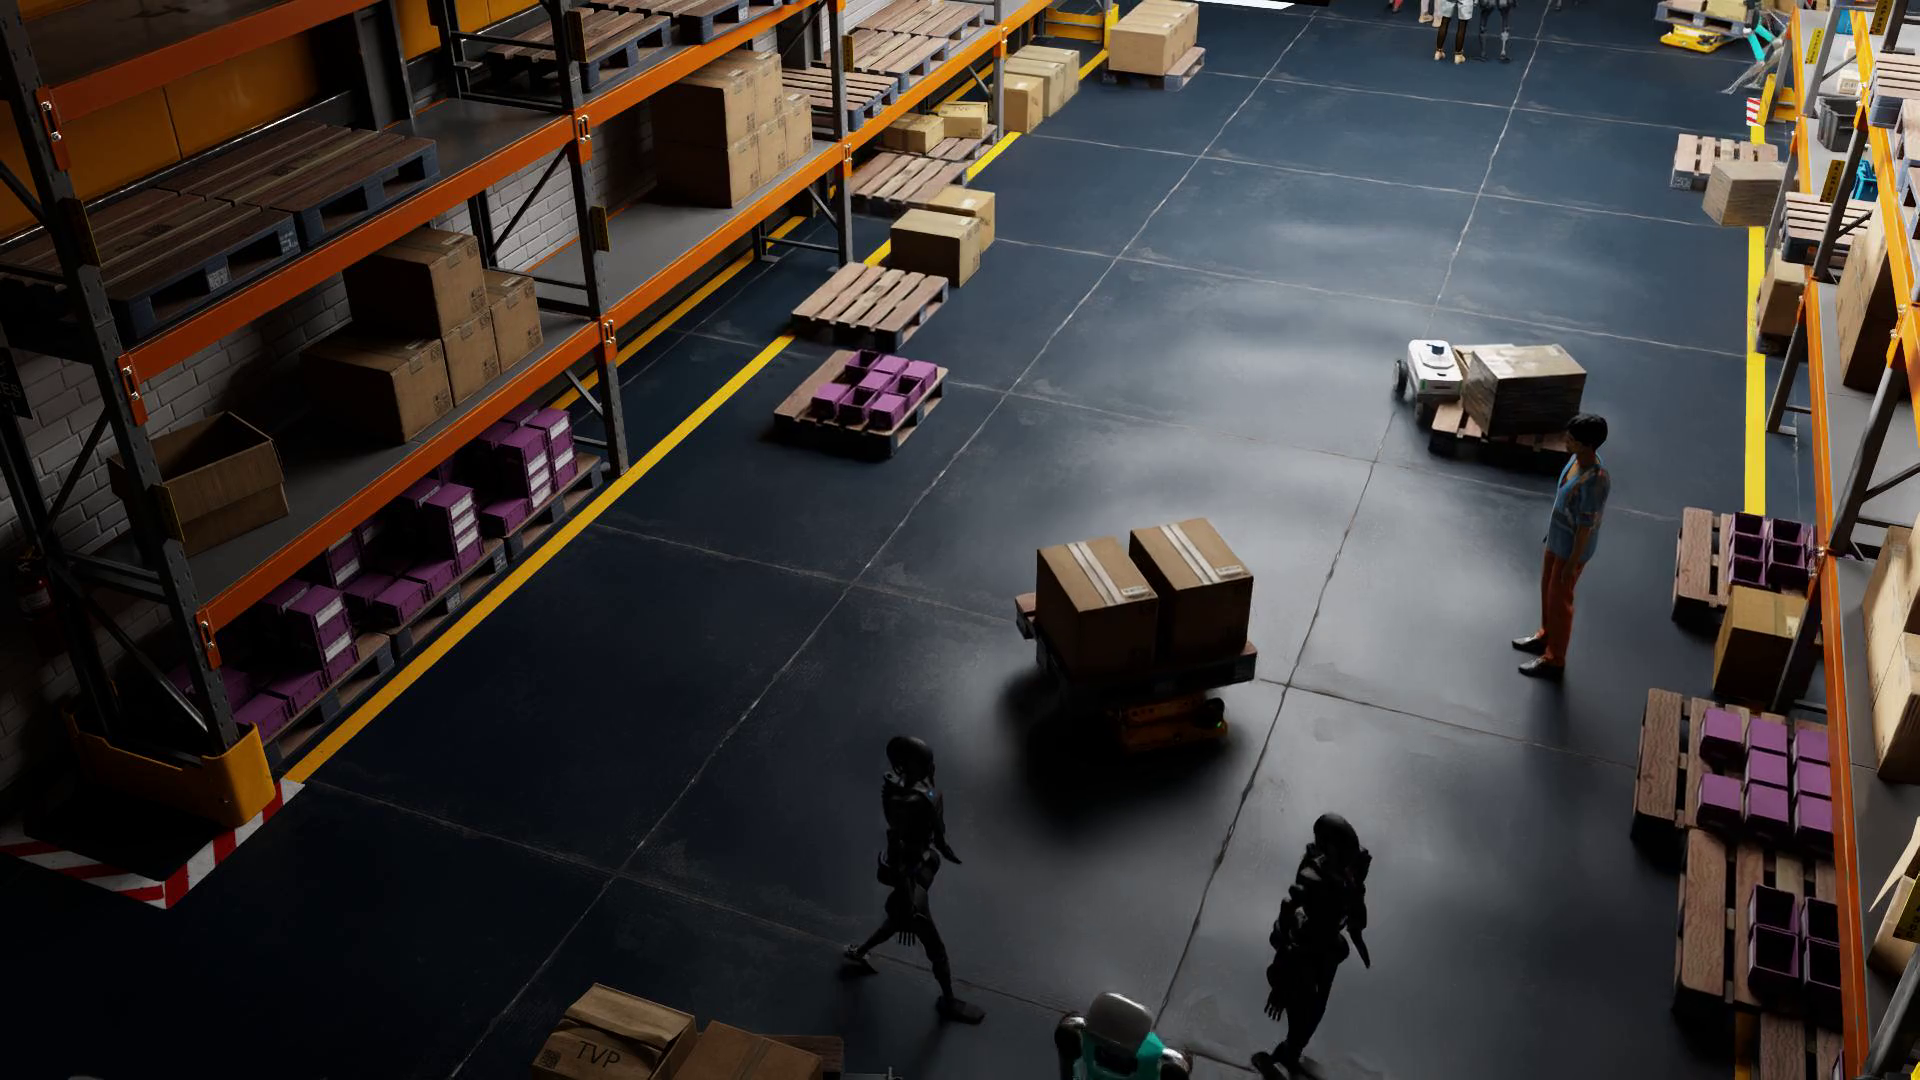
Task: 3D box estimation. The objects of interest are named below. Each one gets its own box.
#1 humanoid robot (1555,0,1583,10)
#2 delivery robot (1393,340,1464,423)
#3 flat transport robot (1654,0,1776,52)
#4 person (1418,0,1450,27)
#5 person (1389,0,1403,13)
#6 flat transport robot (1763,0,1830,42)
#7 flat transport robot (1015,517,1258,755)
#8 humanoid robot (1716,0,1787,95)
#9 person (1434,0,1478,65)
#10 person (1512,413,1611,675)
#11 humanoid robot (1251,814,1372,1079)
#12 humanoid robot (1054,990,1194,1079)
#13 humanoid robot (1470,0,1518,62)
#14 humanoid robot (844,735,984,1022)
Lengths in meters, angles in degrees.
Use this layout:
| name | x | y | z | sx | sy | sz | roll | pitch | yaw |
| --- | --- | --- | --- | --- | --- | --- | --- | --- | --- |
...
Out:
| name | x | y | z | sx | sy | sz | roll | pitch | yaw |
| --- | --- | --- | --- | --- | --- | --- | --- | --- | --- |
| humanoid robot | 8.552 | -8.195 | 23.036 | 0.611 | 1.633 | 0.783 | 16 | 36 | 23 |
| delivery robot | 3.801 | -1.319 | 13.370 | 0.499 | 0.595 | 0.781 | 2 | 33 | 3 |
| flat transport robot | 9.950 | -6.755 | 22.045 | 1.431 | 0.231 | 0.659 | -27 | 41 | -35 |
| person | 6.464 | -7.825 | 22.310 | 0.325 | 1.777 | 0.465 | -18 | 37 | -26 |
| person | 6.186 | -8.144 | 22.835 | 0.539 | 1.733 | 0.544 | 17 | 37 | 25 |
| flat transport robot | 11.111 | -6.890 | 22.255 | 0.659 | 0.231 | 1.431 | -8 | 34 | -13 |
| flat transport robot | 1.071 | 0.783 | 10.380 | 0.659 | 0.231 | 1.431 | -10 | 34 | -15 |
| humanoid robot | 9.593 | -6.161 | 19.788 | 0.807 | 1.773 | 0.541 | 17 | 36 | 24 |
| person | 6.267 | -6.844 | 20.870 | 0.533 | 1.693 | 0.320 | 23 | 39 | 31 |
| person | 3.710 | 0.021 | 10.190 | 0.336 | 1.758 | 0.503 | 3 | 33 | 4 |
| humanoid robot | 1.584 | 1.841 | 7.455 | 0.589 | 1.646 | 0.350 | -23 | 40 | -32 |
| humanoid robot | 0.514 | 2.558 | 6.324 | 0.562 | 1.837 | 0.682 | 15 | 36 | 22 |
| humanoid robot | 6.753 | -6.829 | 20.868 | 0.609 | 1.648 | 0.467 | 1 | 33 | 2 |
| humanoid robot | -0.231 | 1.573 | 7.918 | 0.783 | 1.640 | 0.586 | 9 | 34 | 13 |
